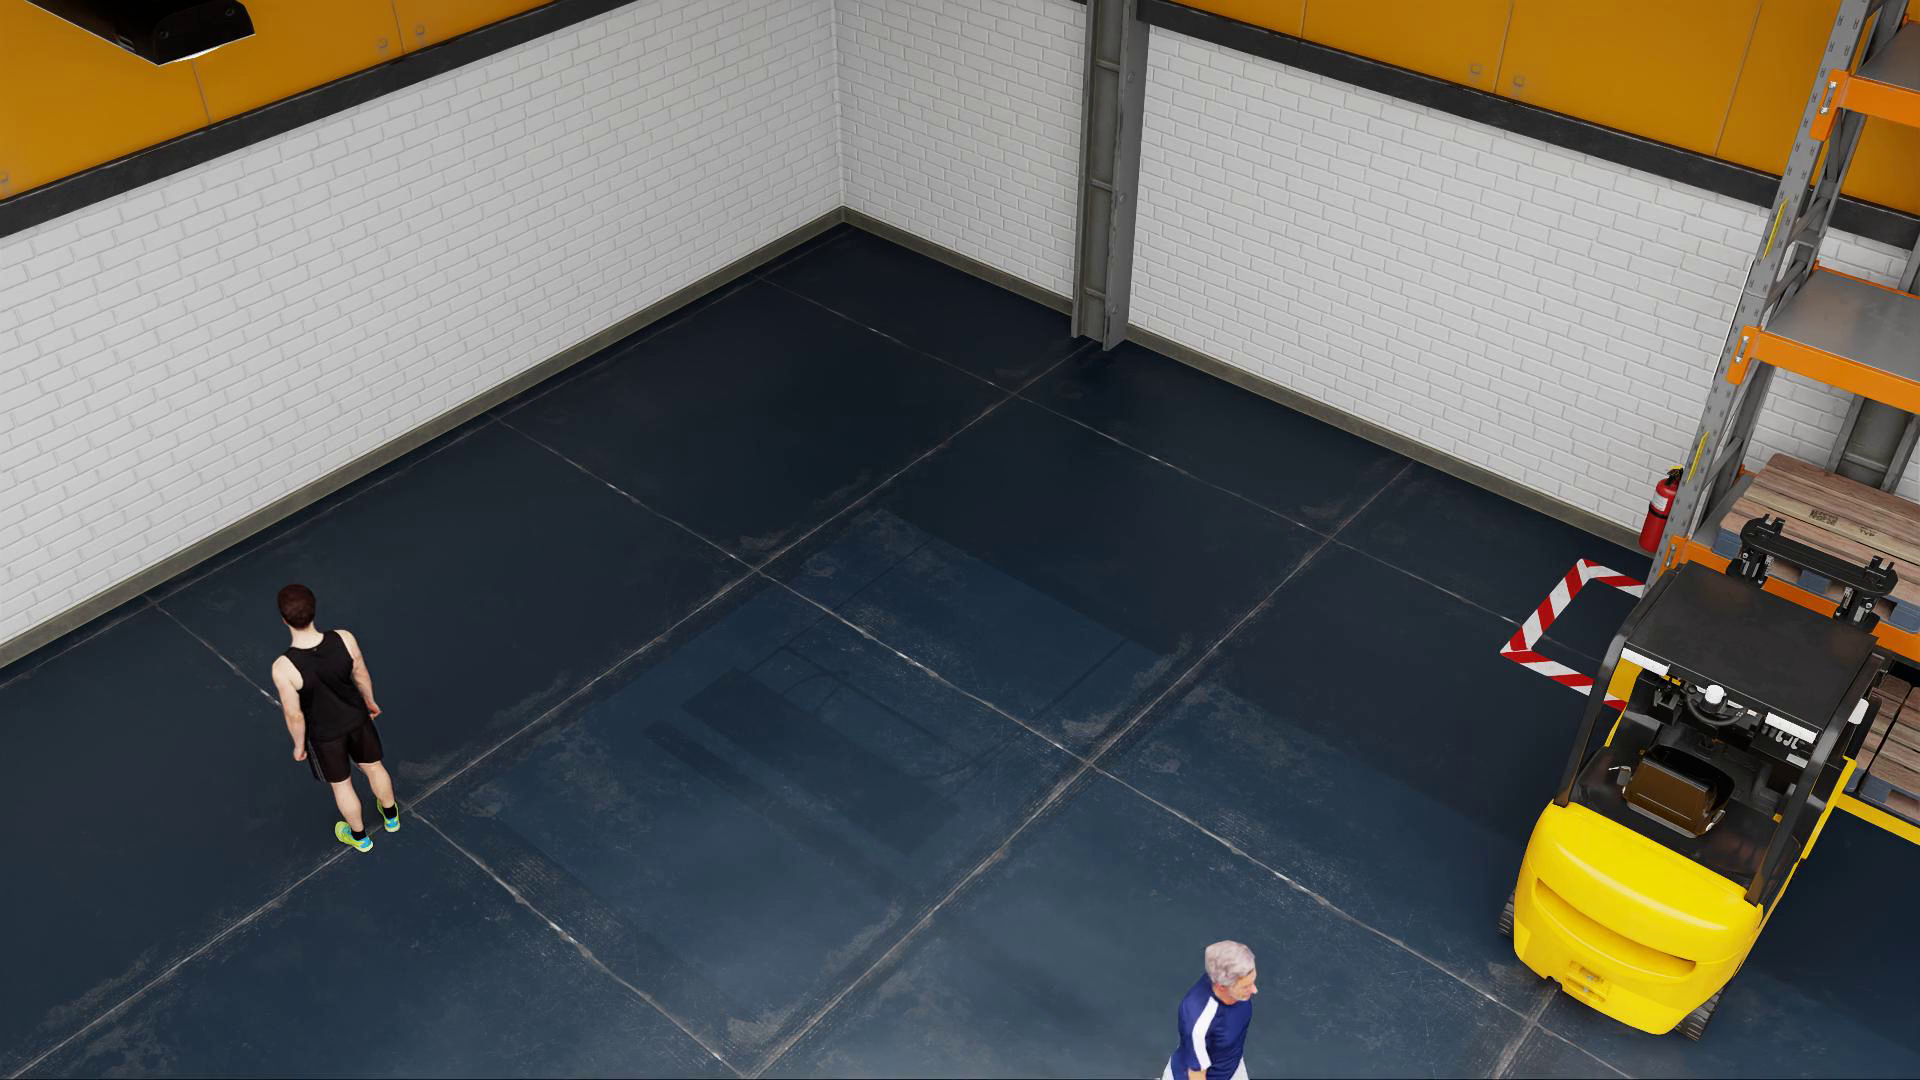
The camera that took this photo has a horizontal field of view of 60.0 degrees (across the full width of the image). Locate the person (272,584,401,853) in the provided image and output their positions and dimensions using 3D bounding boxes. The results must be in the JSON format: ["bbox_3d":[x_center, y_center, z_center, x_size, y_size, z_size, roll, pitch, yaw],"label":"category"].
[{"bbox_3d":[-3.577,1.036,9.511,0.563,1.889,0.699,31,48,33],"label":"person"}]

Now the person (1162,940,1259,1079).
[{"bbox_3d":[1.073,2.452,7.821,1.196,1.787,0.696,25,45,28],"label":"person"}]
